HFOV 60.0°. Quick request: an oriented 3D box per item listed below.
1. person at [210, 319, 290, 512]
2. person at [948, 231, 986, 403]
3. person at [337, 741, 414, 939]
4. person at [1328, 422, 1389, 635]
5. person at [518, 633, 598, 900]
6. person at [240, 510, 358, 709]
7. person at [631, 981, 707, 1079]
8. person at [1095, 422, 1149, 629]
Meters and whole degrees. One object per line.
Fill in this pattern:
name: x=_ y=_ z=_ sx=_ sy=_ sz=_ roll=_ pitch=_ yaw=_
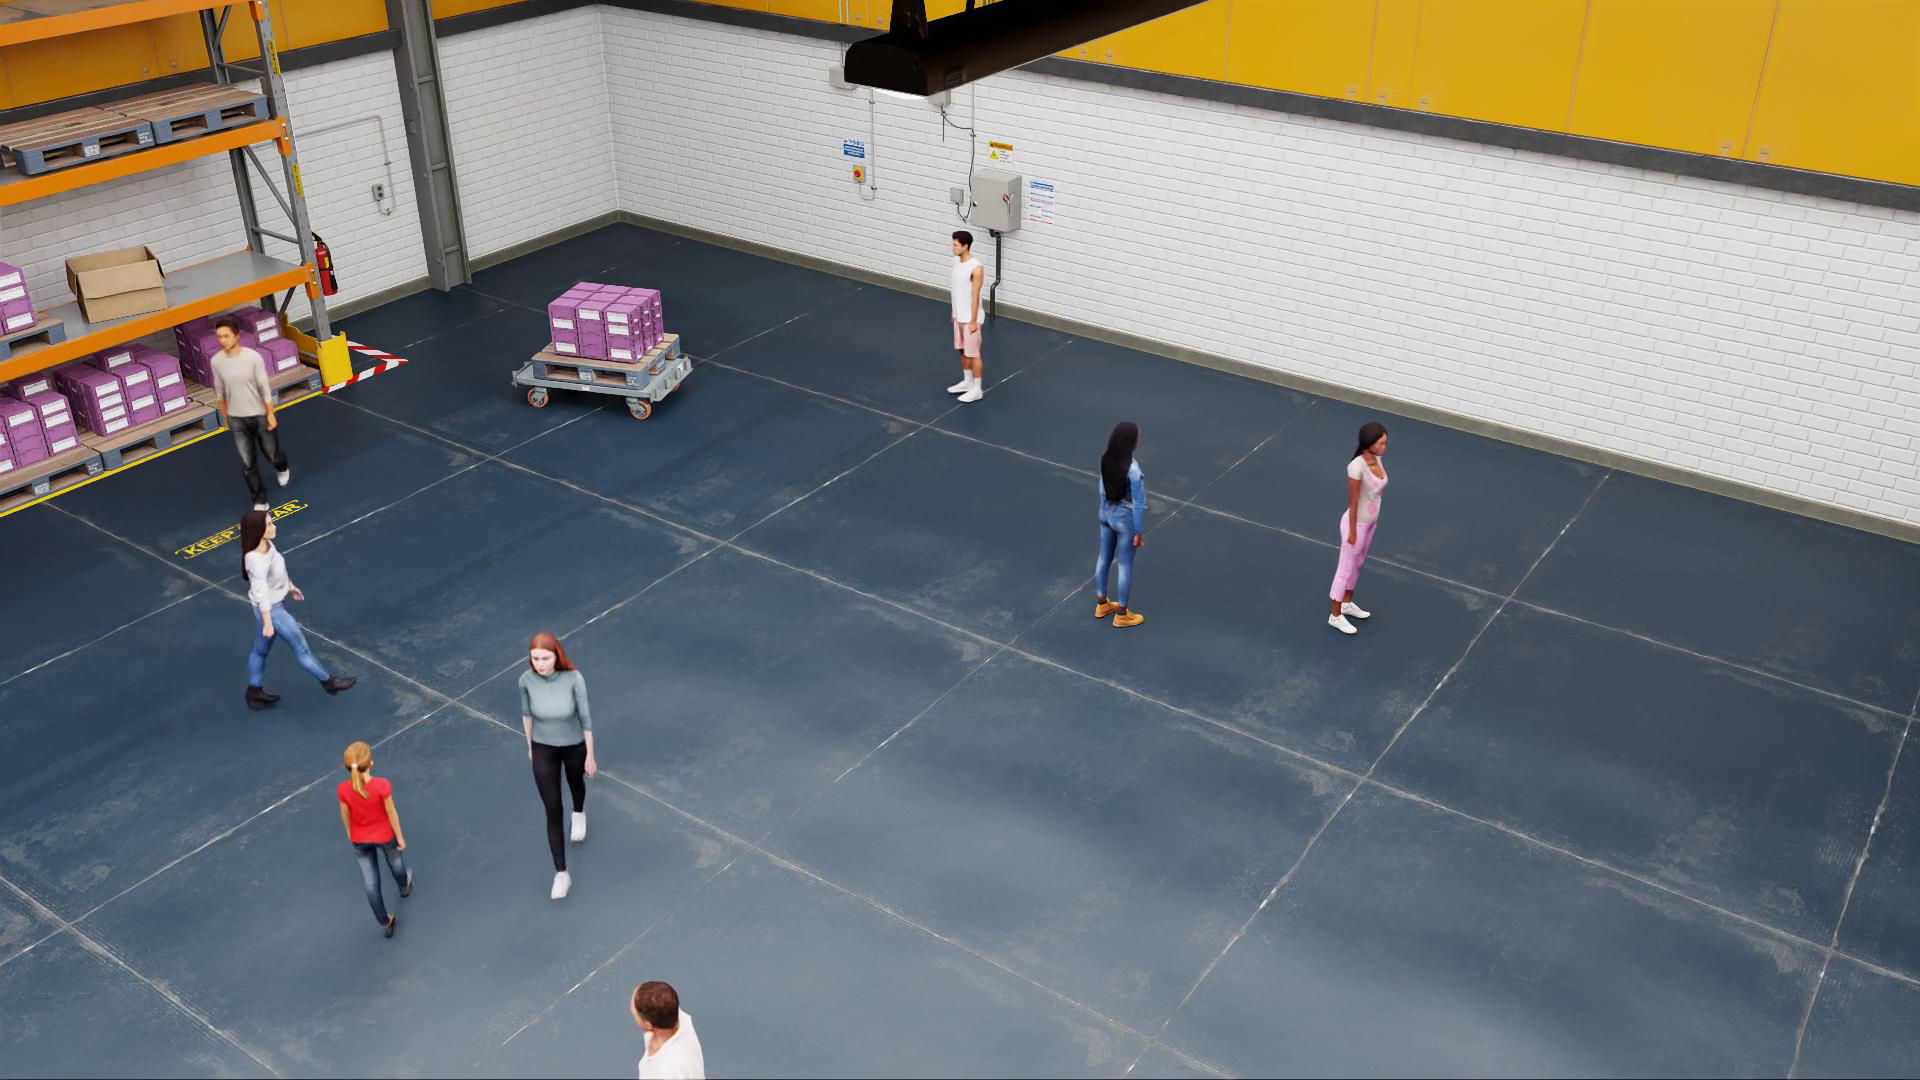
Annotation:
person: x=-6.298 y=-1.137 z=14.821 sx=1.046 sy=1.794 sz=1.117 roll=-3 pitch=29 yaw=-6
person: x=0.098 y=-2.297 z=16.963 sx=0.730 sy=1.779 sz=0.731 roll=-15 pitch=32 yaw=-25
person: x=-3.507 y=1.818 z=9.926 sx=0.782 sy=1.294 sz=0.842 roll=-5 pitch=29 yaw=-9
person: x=3.118 y=-0.124 z=13.015 sx=0.628 sy=1.744 sz=0.434 roll=19 pitch=34 yaw=31
person: x=-2.486 y=1.300 z=10.464 sx=1.058 sy=1.687 sz=1.196 roll=-1 pitch=29 yaw=-3
person: x=-5.047 y=0.532 z=11.977 sx=1.112 sy=1.587 sz=0.957 roll=-11 pitch=31 yaw=-20
person: x=-1.270 y=2.732 z=7.669 sx=0.815 sy=1.850 sz=0.722 roll=-1 pitch=29 yaw=-1
person: x=1.245 y=-0.130 z=13.059 sx=0.627 sy=1.714 sz=0.660 roll=-19 pitch=34 yaw=-31
